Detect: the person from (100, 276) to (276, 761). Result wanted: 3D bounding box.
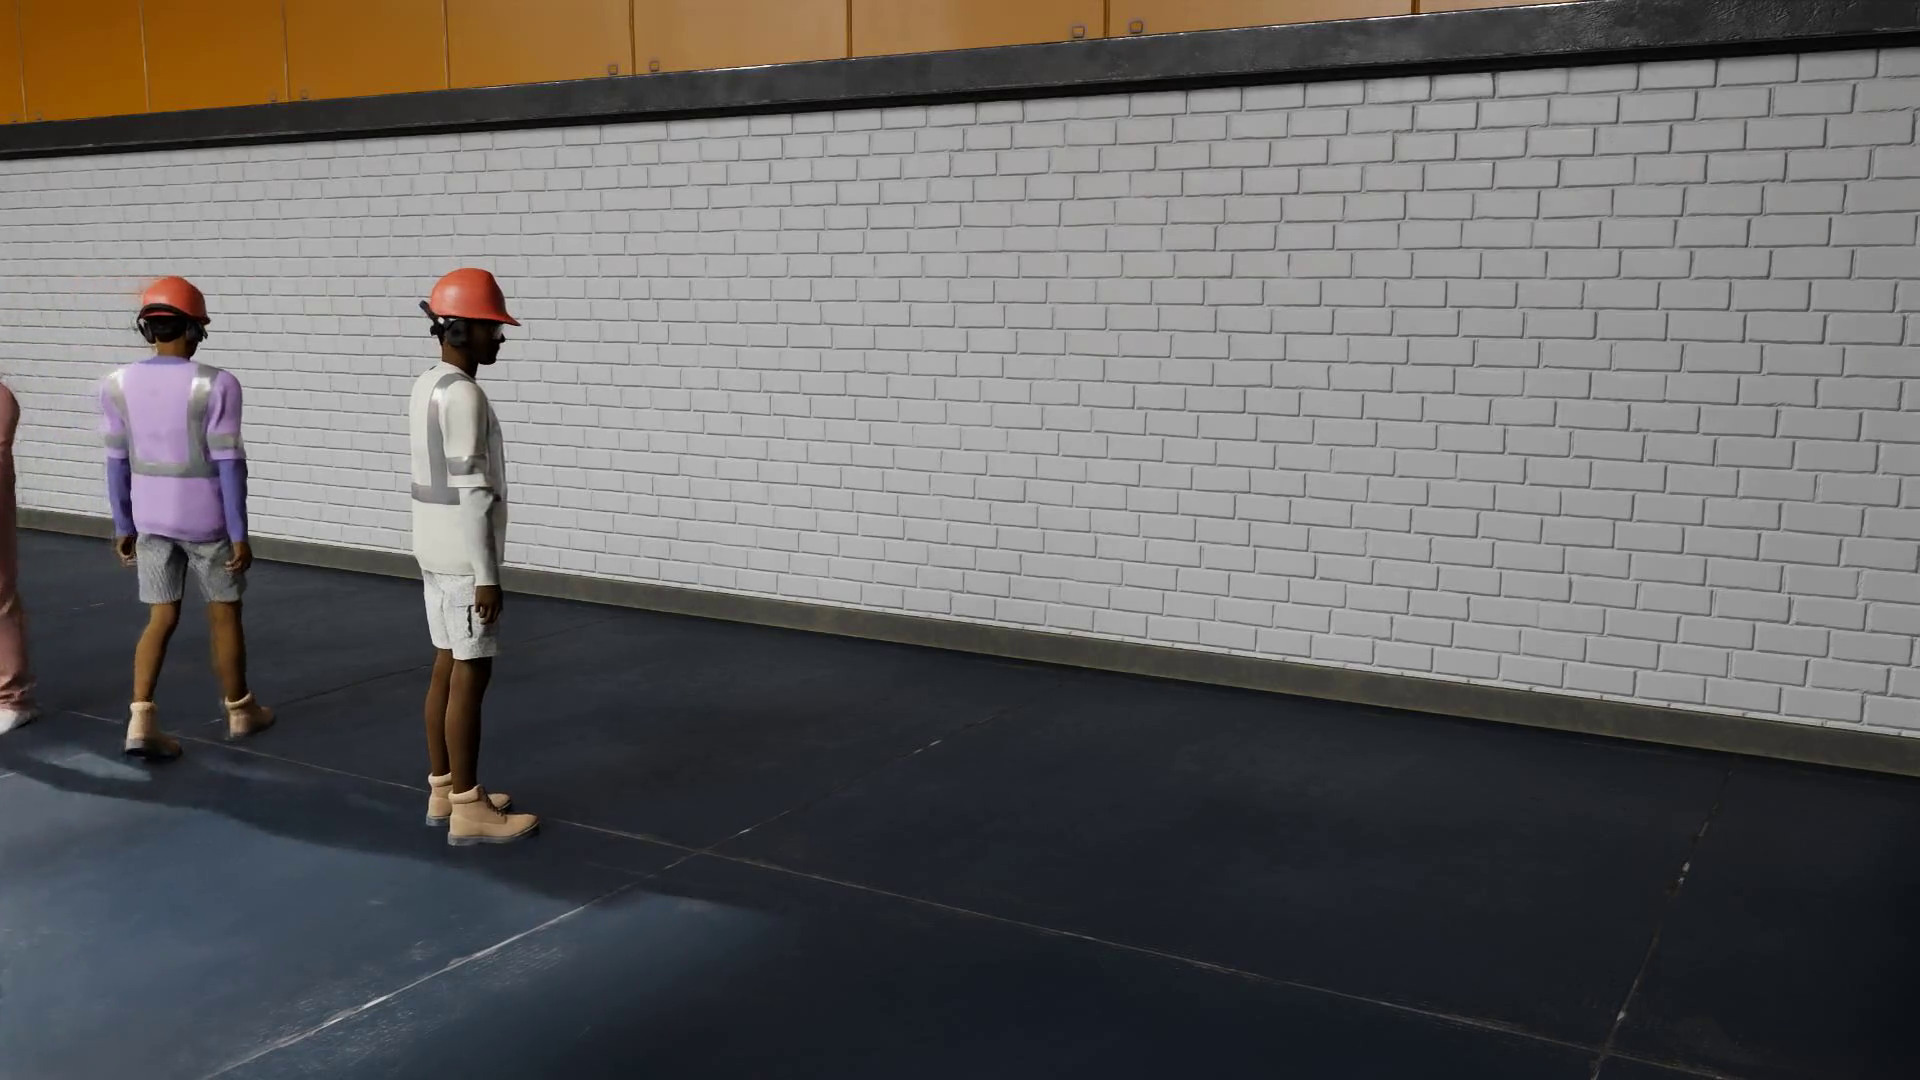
[{"bbox_3d":[-3.255,-0.088,6.961,0.622,2.018,0.849,1,9,6],"label":"person"}]

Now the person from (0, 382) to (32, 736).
[{"bbox_3d":[-4.326,-0.035,7.068,0.641,1.877,0.748,2,9,12],"label":"person"}]

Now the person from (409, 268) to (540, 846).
[{"bbox_3d":[-1.747,0.058,5.958,0.392,2.040,0.611,-5,11,-30],"label":"person"}]
